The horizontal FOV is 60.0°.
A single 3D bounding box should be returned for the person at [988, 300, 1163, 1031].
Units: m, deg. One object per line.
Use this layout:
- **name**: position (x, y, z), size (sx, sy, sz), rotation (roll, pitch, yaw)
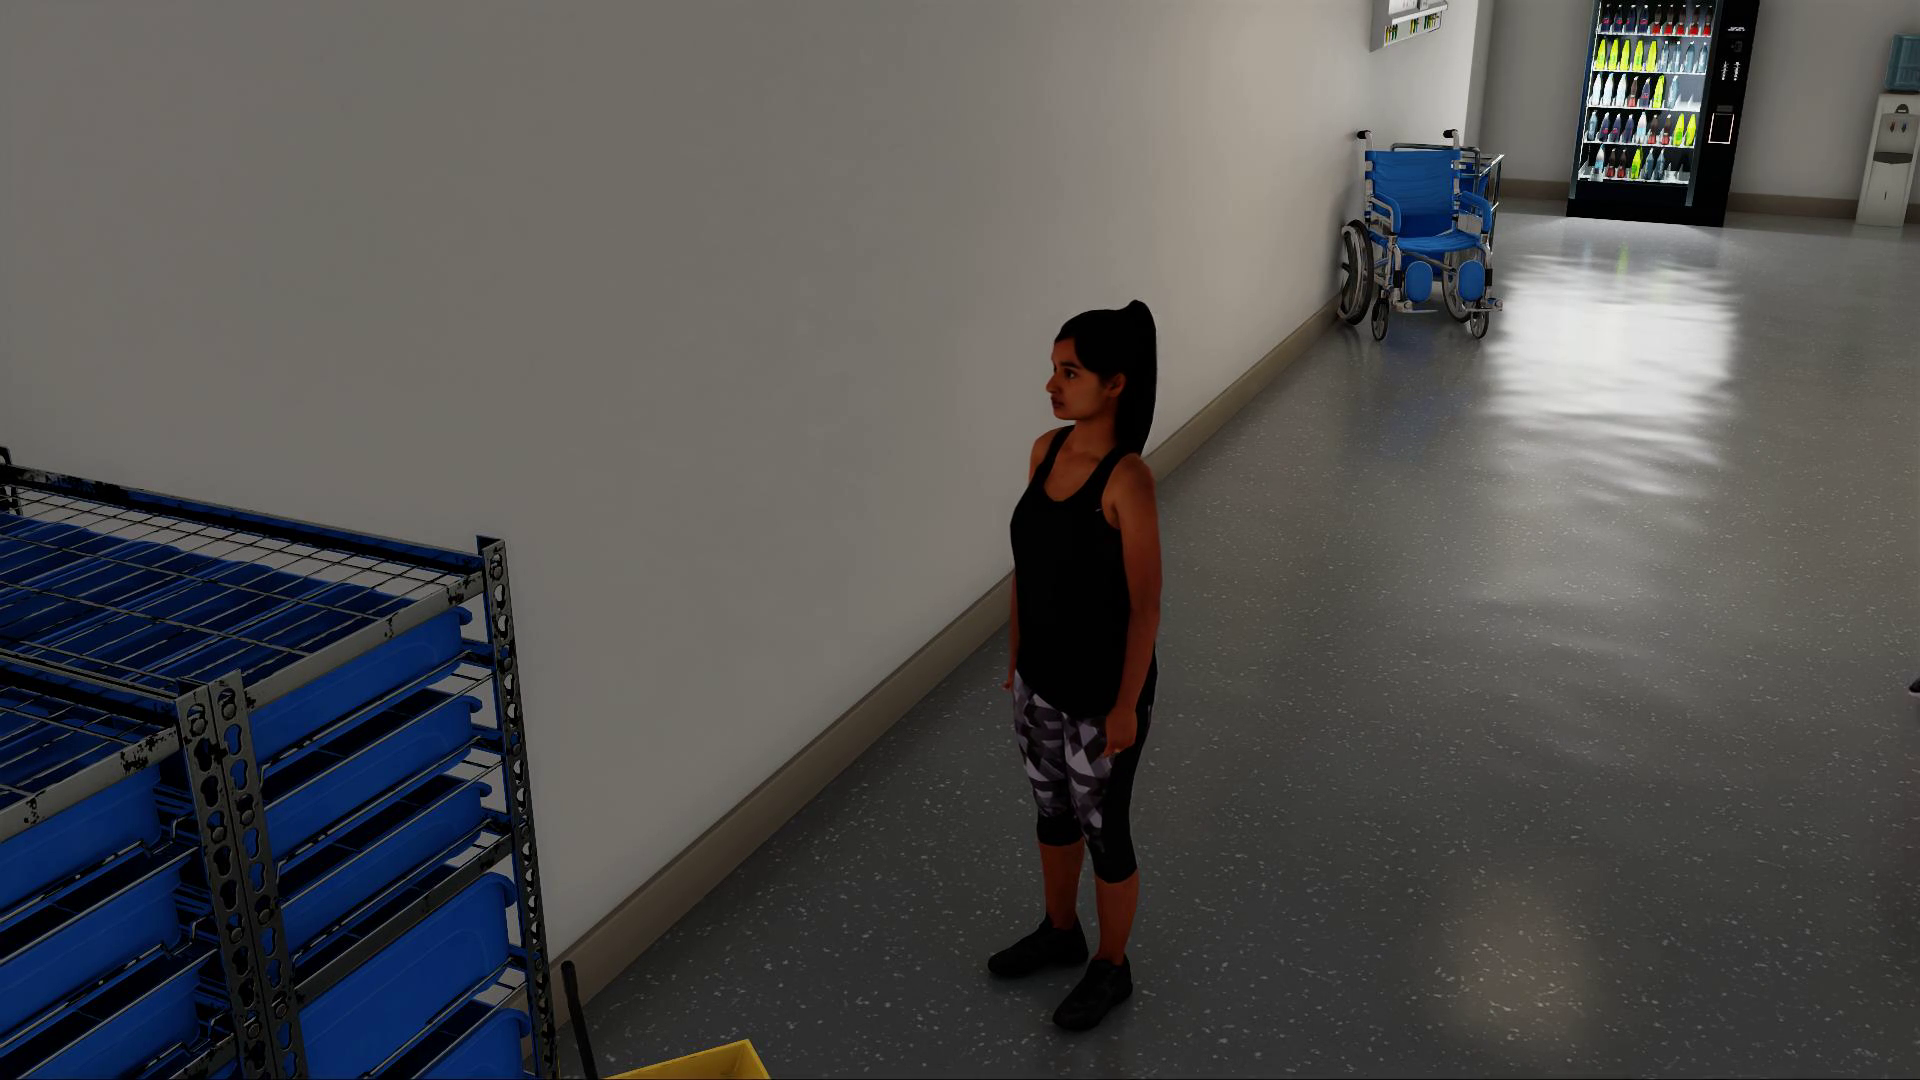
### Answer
- **person**: position (0.277, 0.288, 3.695), size (0.718, 1.661, 0.606), rotation (-14, 25, -32)
